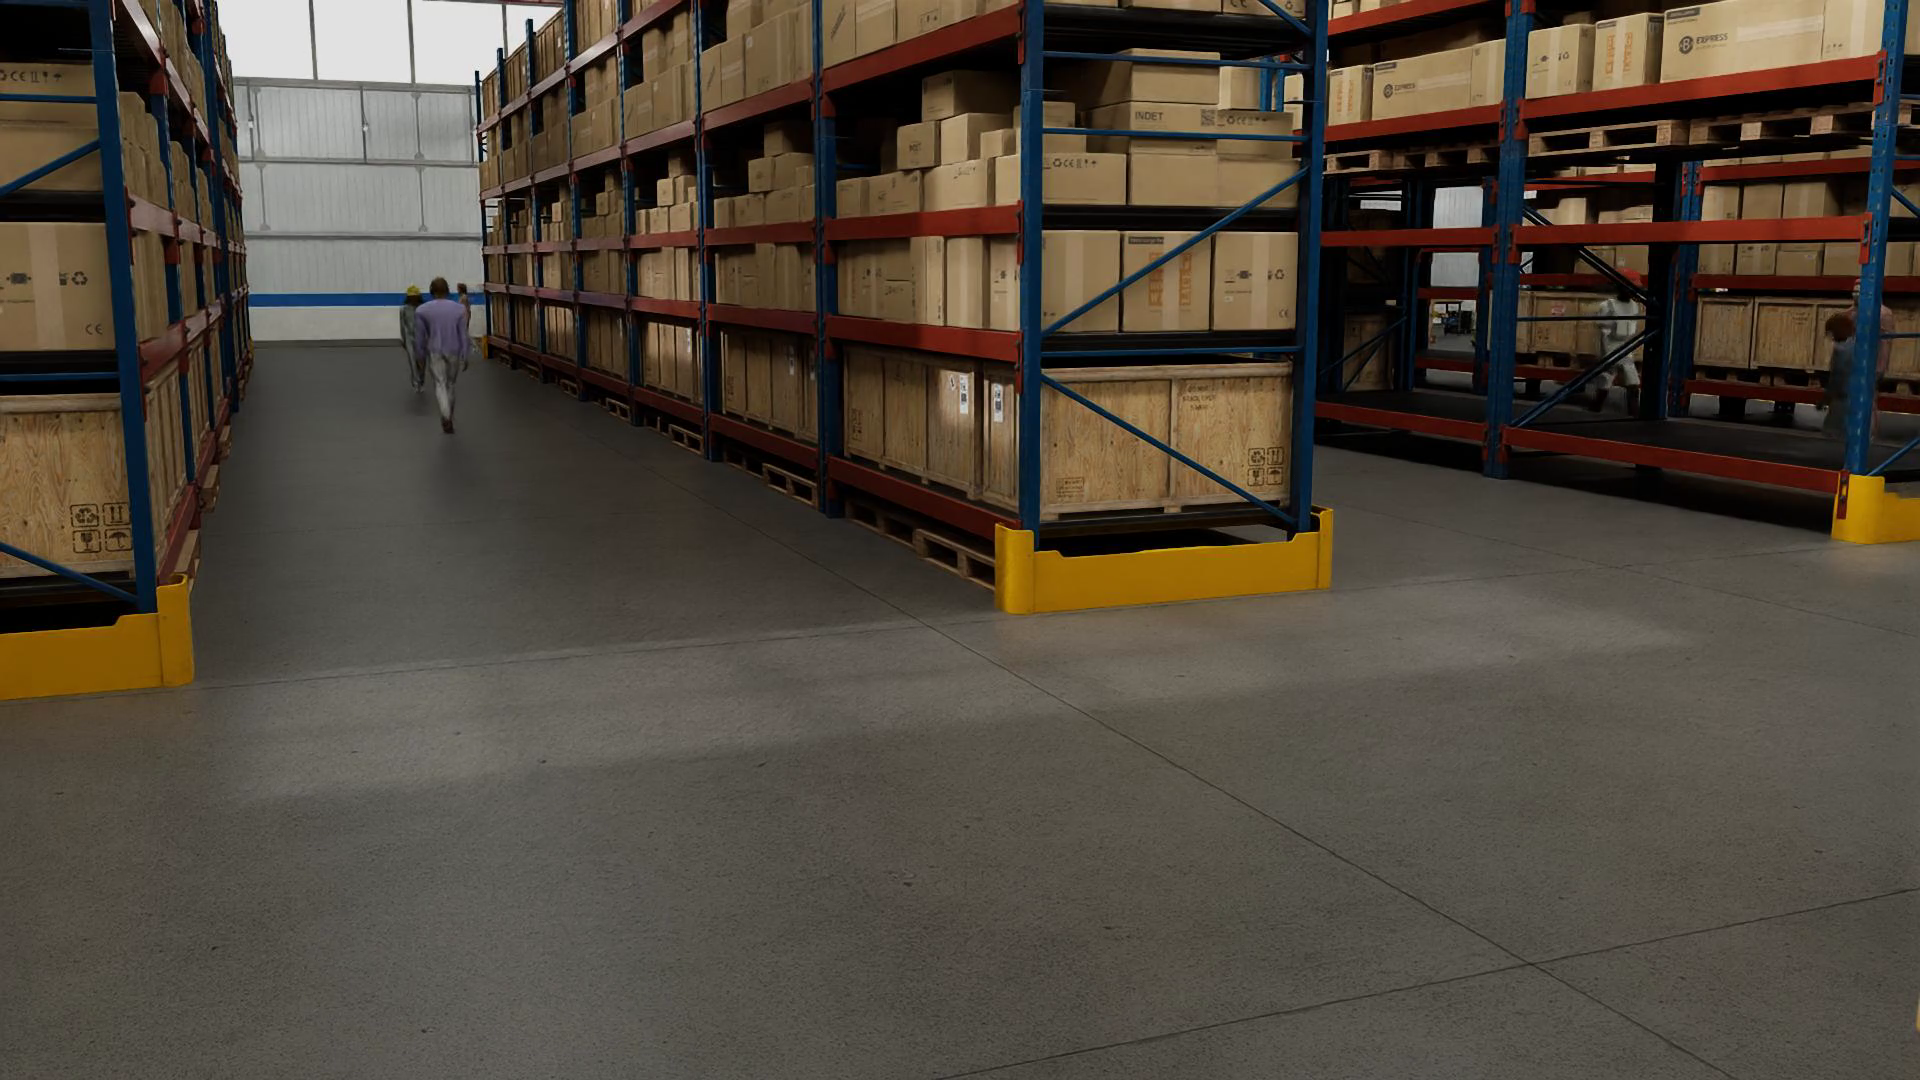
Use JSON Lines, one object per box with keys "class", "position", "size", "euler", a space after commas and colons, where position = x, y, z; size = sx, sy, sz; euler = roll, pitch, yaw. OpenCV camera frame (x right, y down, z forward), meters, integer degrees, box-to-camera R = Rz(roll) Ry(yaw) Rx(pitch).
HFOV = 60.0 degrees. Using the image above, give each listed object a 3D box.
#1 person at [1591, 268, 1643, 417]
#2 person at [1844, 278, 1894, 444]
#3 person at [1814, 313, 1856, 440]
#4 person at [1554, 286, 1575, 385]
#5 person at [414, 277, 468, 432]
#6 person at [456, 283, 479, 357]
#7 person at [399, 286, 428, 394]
{"class": "person", "position": [7.415, -2.015, 18.566], "size": [0.621, 1.996, 0.997], "euler": [-3, 10, -16]}
{"class": "person", "position": [9.693, -1.863, 17.942], "size": [0.402, 1.904, 0.651], "euler": [-2, 10, -15]}
{"class": "person", "position": [8.212, -1.331, 15.650], "size": [0.657, 1.599, 0.524], "euler": [6, 11, 33]}
{"class": "person", "position": [10.312, -3.465, 28.164], "size": [0.551, 1.686, 0.391], "euler": [-4, 10, -24]}
{"class": "person", "position": [-6.369, -2.281, 20.491], "size": [0.636, 1.904, 0.968], "euler": [-4, 10, -23]}
{"class": "person", "position": [-10.863, -4.816, 36.463], "size": [0.411, 1.628, 0.519], "euler": [-3, 10, -19]}
{"class": "person", "position": [-8.653, -3.190, 26.473], "size": [0.489, 1.705, 0.865], "euler": [-4, 10, -24]}
